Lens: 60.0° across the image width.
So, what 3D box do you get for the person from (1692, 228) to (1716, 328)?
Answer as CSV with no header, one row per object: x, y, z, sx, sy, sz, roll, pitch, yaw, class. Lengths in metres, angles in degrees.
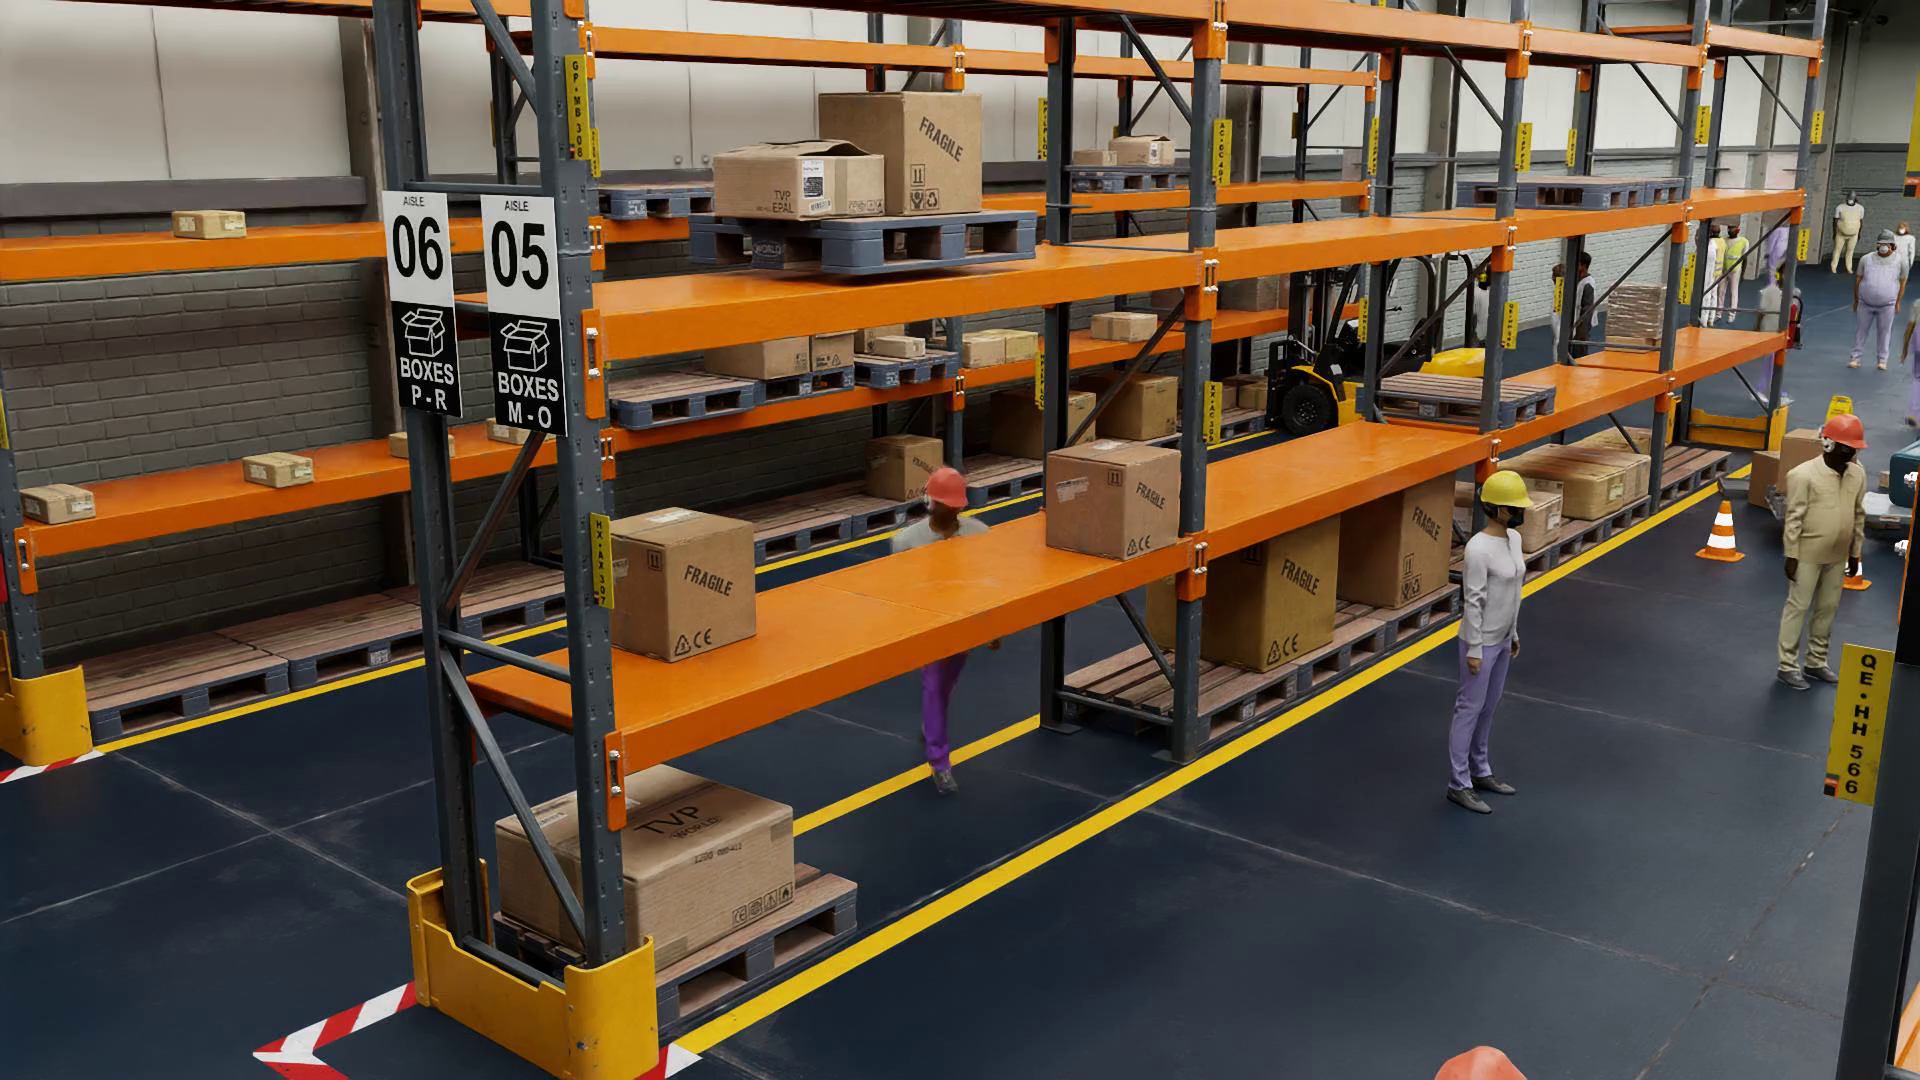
12.207,-4.200,27.465,0.398,1.901,0.650,4,14,15,person

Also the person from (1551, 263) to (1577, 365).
7.506,-2.532,20.799,0.350,1.838,0.506,3,14,13,person

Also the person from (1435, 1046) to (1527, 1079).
0.970,1.811,3.282,0.563,1.753,0.327,5,15,18,person

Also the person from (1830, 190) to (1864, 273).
21.881,-7.591,40.975,0.682,2.000,0.536,3,14,11,person

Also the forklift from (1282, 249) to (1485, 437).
4.886,-2.214,18.767,2.313,2.155,1.214,11,18,38,forklift

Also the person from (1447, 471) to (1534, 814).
2.739,0.511,8.557,0.314,1.769,0.525,11,18,39,person

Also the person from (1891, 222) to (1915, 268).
19.645,-5.842,34.771,0.510,1.596,0.829,8,16,29,person

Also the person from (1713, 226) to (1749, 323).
14.065,-4.891,30.383,0.375,1.843,0.575,-12,18,-40,person

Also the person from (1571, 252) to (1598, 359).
8.071,-2.778,21.633,0.398,1.920,0.589,2,14,6,person

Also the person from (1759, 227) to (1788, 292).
17.592,-6.258,35.909,0.423,1.876,0.679,13,19,43,person

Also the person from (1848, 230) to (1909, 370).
13.485,-3.527,24.429,0.681,2.000,0.538,9,16,32,person

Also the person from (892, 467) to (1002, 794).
-0.086,0.427,9.044,0.560,1.701,0.928,-6,15,-22,person

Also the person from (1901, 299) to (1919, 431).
11.337,-2.194,19.428,0.421,1.827,0.567,-10,17,-36,person

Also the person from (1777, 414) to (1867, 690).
5.413,0.069,10.410,0.566,1.740,0.345,-4,14,-15,person

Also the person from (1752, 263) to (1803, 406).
10.416,-2.596,21.090,0.551,1.817,0.961,-2,14,-7,person
